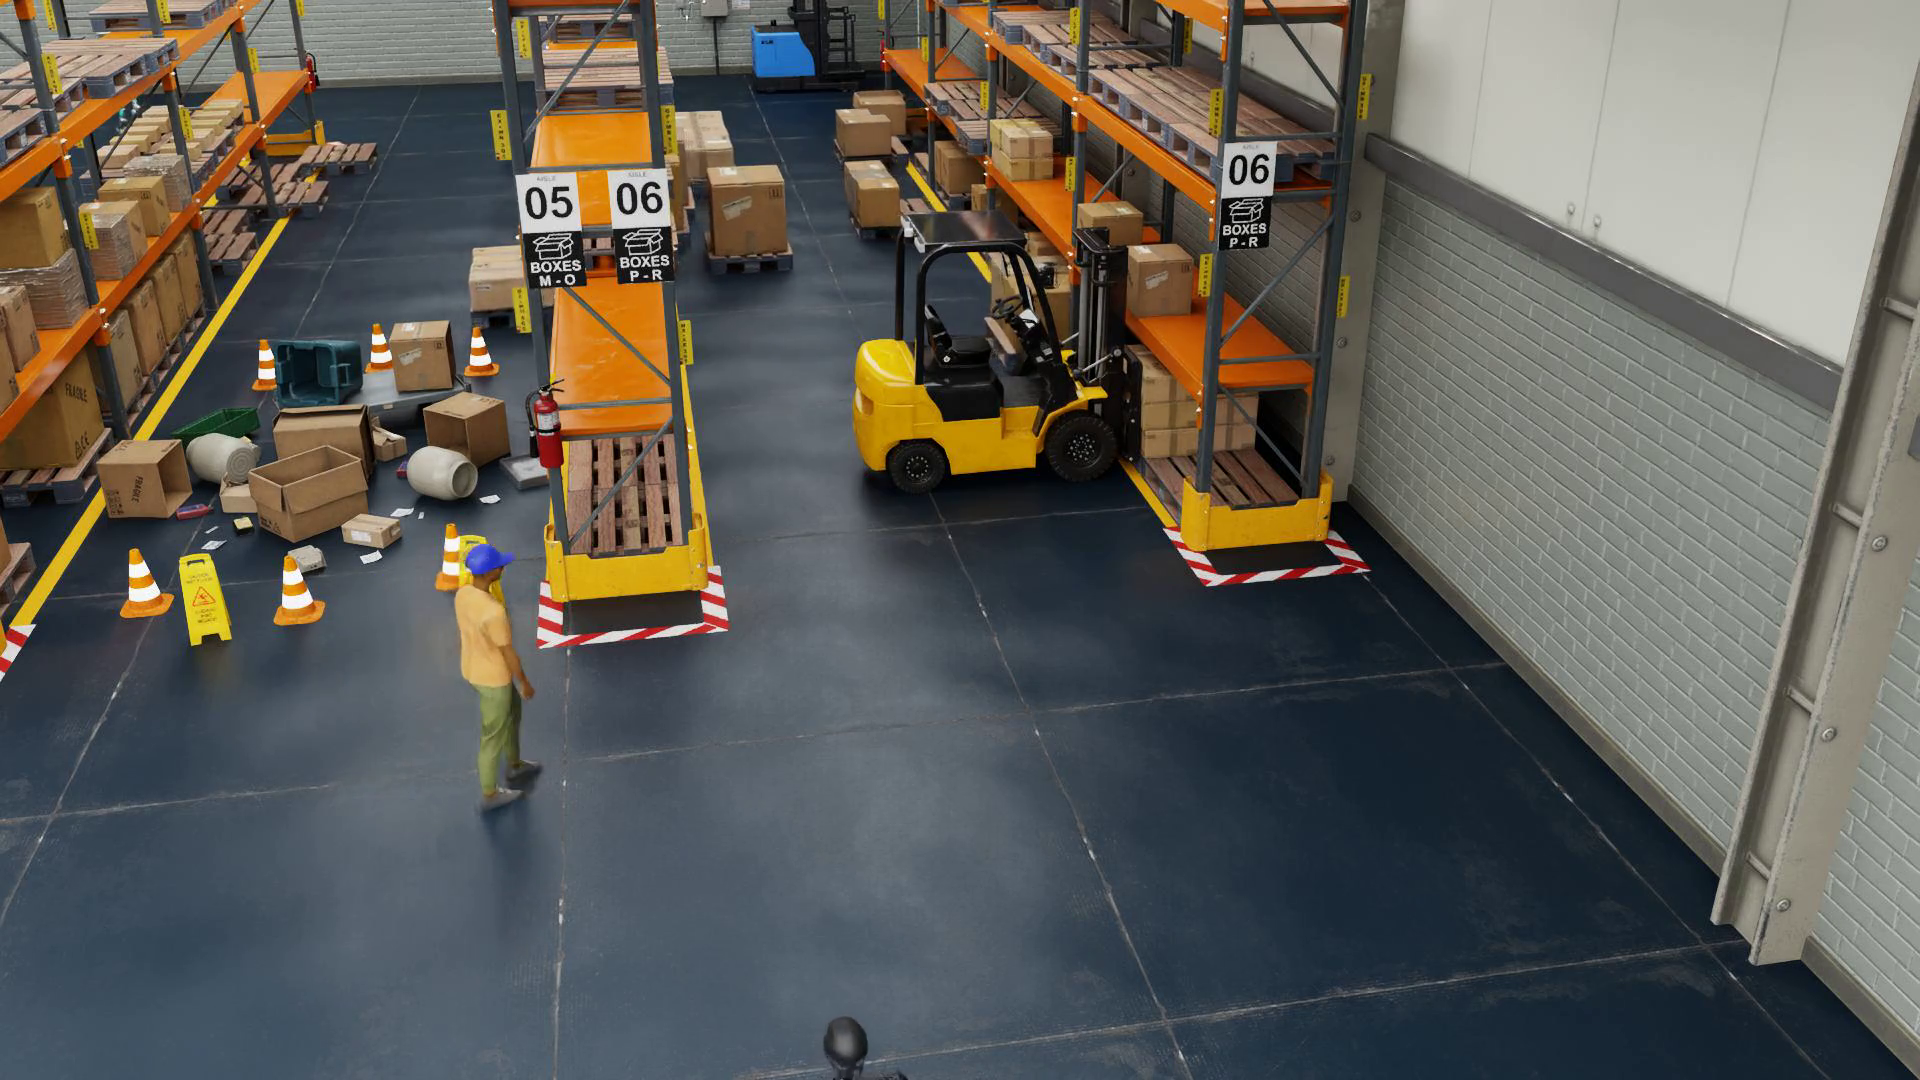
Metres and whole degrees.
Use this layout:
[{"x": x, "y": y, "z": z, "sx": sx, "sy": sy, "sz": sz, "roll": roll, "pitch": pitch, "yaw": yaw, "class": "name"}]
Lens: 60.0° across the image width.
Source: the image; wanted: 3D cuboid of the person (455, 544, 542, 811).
[{"x": -2.695, "y": 0.779, "z": 9.844, "sx": 0.639, "sy": 1.694, "sz": 0.490, "roll": -23, "pitch": 34, "yaw": -39, "class": "person"}]

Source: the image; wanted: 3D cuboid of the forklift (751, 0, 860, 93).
[{"x": -2.872, "y": -9.679, "z": 30.288, "sx": 1.873, "sy": 2.768, "sz": 1.129, "roll": -5, "pitch": 26, "yaw": -10, "class": "forklift"}]

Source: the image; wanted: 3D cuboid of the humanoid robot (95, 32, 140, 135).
[{"x": -13.329, "y": -7.167, "z": 26.386, "sx": 0.548, "sy": 1.735, "sz": 1.038, "roll": -20, "pitch": 32, "yaw": -36, "class": "humanoid robot"}]

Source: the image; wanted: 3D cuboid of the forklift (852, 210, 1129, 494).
[{"x": 0.216, "y": -1.659, "z": 14.366, "sx": 2.313, "sy": 2.155, "sz": 1.214, "roll": -5, "pitch": 26, "yaw": -10, "class": "forklift"}]

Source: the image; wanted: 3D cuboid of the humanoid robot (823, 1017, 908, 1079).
[{"x": -0.429, "y": 2.502, "z": 6.329, "sx": 0.614, "sy": 1.644, "sz": 0.471, "roll": -12, "pitch": 28, "yaw": -23, "class": "humanoid robot"}]
